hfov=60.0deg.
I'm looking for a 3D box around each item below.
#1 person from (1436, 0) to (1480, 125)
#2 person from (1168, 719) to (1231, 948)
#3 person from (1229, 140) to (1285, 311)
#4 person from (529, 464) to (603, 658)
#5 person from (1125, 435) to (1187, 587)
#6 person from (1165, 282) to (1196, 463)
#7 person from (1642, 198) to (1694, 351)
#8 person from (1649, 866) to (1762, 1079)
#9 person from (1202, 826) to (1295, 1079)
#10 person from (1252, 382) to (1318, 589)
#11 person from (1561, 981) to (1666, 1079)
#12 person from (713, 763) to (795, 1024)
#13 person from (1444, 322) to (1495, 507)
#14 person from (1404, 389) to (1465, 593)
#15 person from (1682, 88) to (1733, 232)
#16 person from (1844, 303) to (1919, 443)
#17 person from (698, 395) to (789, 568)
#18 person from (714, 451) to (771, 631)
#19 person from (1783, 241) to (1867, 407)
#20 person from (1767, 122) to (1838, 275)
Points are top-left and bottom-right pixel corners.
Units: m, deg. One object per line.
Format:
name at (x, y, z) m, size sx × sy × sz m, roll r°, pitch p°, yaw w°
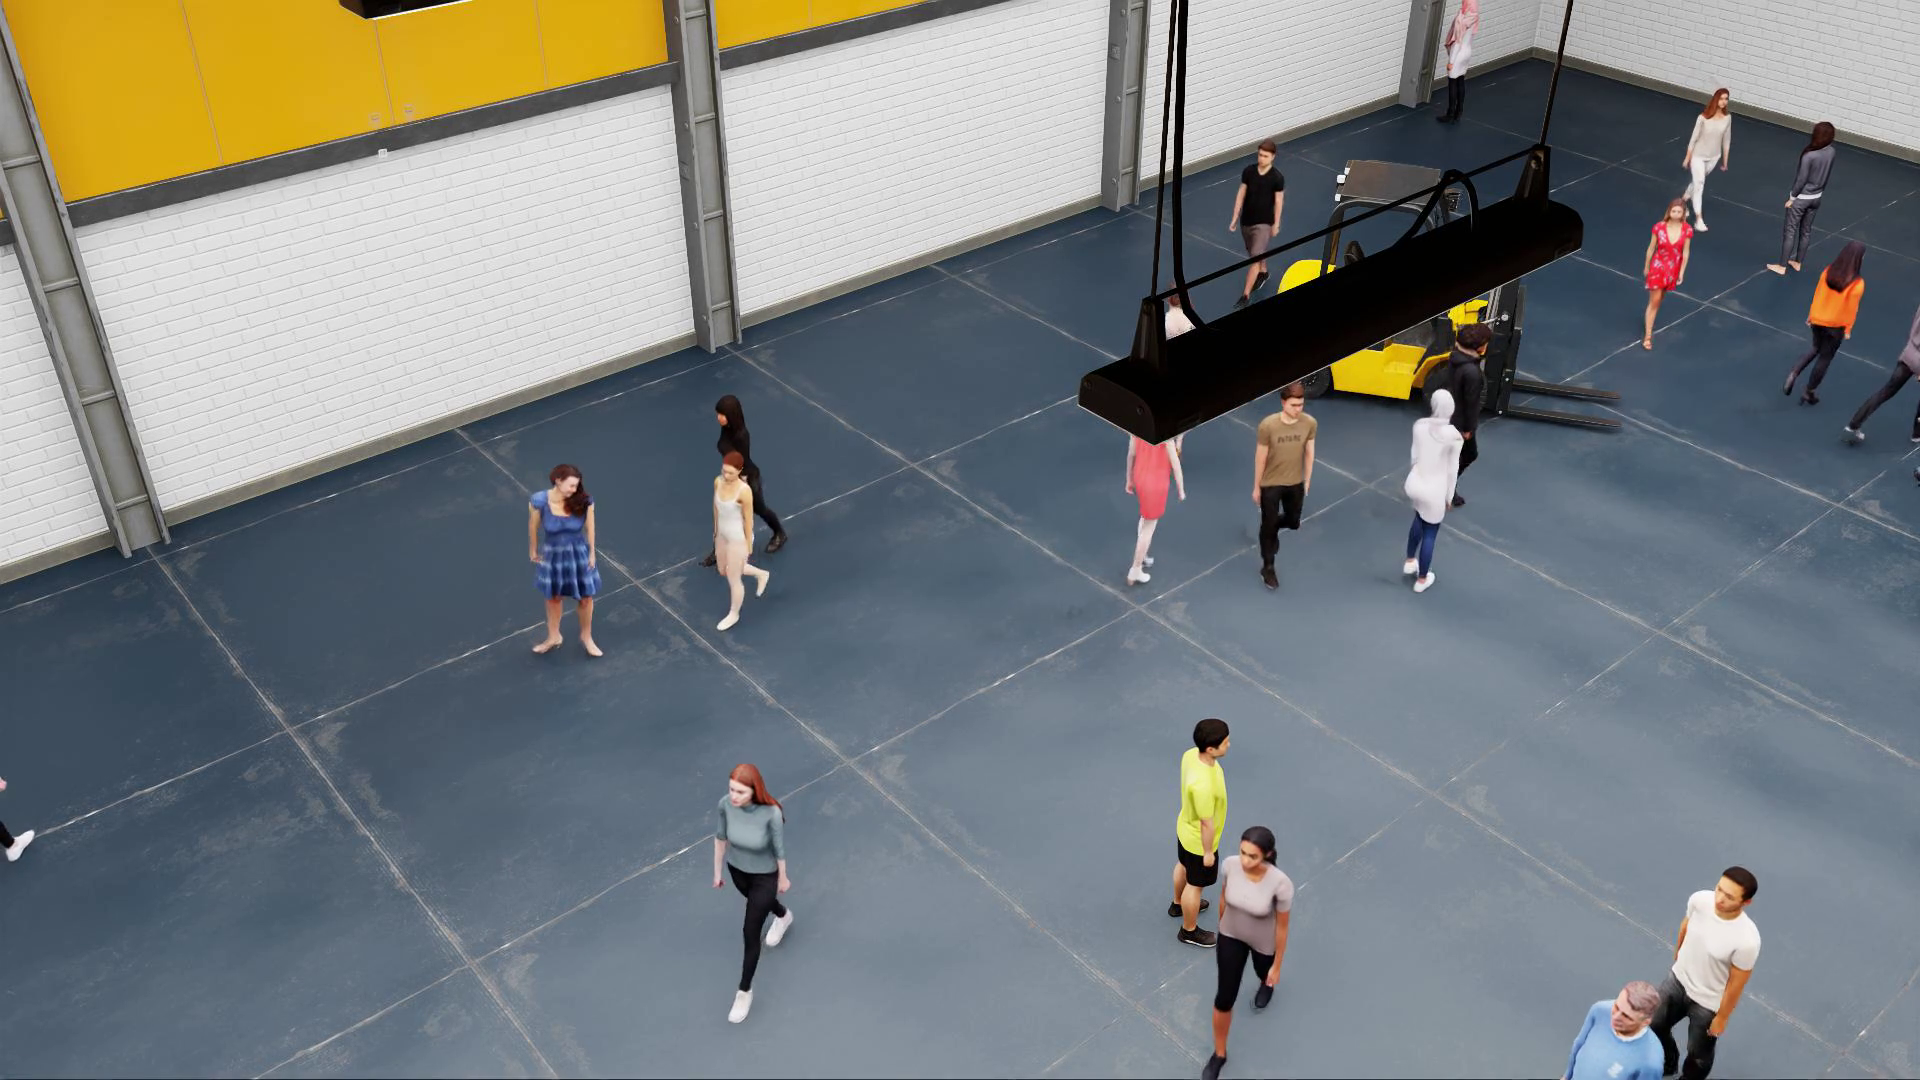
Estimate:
person at (6.934, -6.698, 23.083) m, size 0.512 × 1.803 × 0.687 m, roll -26°, pitch 42°, yaw -34°
person at (1.488, 1.803, 10.379) m, size 0.724 × 1.709 × 0.702 m, roll -3°, pitch 34°, yaw -4°
person at (3.313, -3.523, 18.286) m, size 0.826 × 1.826 × 1.261 m, roll 23°, pitch 40°, yaw 31°
person at (-3.080, 0.177, 12.759) m, size 0.797 × 1.781 × 0.945 m, roll 1°, pitch 34°, yaw 1°
person at (1.489, -0.379, 13.572) m, size 0.627 × 1.808 × 0.582 m, roll -25°, pitch 41°, yaw -33°
person at (1.995, -1.515, 15.335) m, size 1.045 × 1.747 × 1.043 m, roll -2°, pitch 34°, yaw -2°
person at (7.433, -2.867, 17.554) m, size 1.004 × 1.543 × 1.147 m, roll 7°, pitch 34°, yaw 10°
person at (4.216, 2.483, 9.285) m, size 0.705 × 1.787 × 0.705 m, roll -17°, pitch 37°, yaw -24°
person at (1.720, 2.286, 9.654) m, size 0.911 × 1.707 × 1.249 m, roll 17°, pitch 37°, yaw 23°
person at (2.622, -0.521, 13.757) m, size 0.975 × 1.840 × 0.982 m, roll -4°, pitch 34°, yaw -7°
person at (3.400, 2.895, 8.647) m, size 0.953 × 1.807 × 0.826 m, roll -12°, pitch 36°, yaw -18°
person at (-1.221, 1.988, 10.110) m, size 0.920 × 1.697 × 1.203 m, roll 15°, pitch 36°, yaw 21°
person at (4.317, -1.083, 14.669) m, size 0.729 × 1.765 × 0.727 m, roll -7°, pitch 34°, yaw -10°
person at (3.792, -0.390, 13.636) m, size 0.547 × 1.756 × 0.605 m, roll -18°, pitch 38°, yaw -25°
person at (8.977, -4.640, 20.111) m, size 1.131 × 1.666 × 1.109 m, roll -2°, pitch 34°, yaw -3°
person at (8.886, -1.688, 15.535) m, size 1.277 × 1.815 × 1.005 m, roll -8°, pitch 35°, yaw -12°
person at (-1.752, -0.525, 13.982) m, size 1.069 × 1.597 × 0.600 m, roll -26°, pitch 42°, yaw -33°
person at (-1.737, -0.045, 13.240) m, size 0.667 × 1.619 × 0.876 m, roll 28°, pitch 43°, yaw 35°
person at (8.392, -2.075, 16.185) m, size 0.801 × 1.740 × 0.736 m, roll -12°, pitch 35°, yaw -17°
person at (9.618, -3.892, 18.890) m, size 0.572 × 1.772 × 0.732 m, roll -12°, pitch 36°, yaw -18°
